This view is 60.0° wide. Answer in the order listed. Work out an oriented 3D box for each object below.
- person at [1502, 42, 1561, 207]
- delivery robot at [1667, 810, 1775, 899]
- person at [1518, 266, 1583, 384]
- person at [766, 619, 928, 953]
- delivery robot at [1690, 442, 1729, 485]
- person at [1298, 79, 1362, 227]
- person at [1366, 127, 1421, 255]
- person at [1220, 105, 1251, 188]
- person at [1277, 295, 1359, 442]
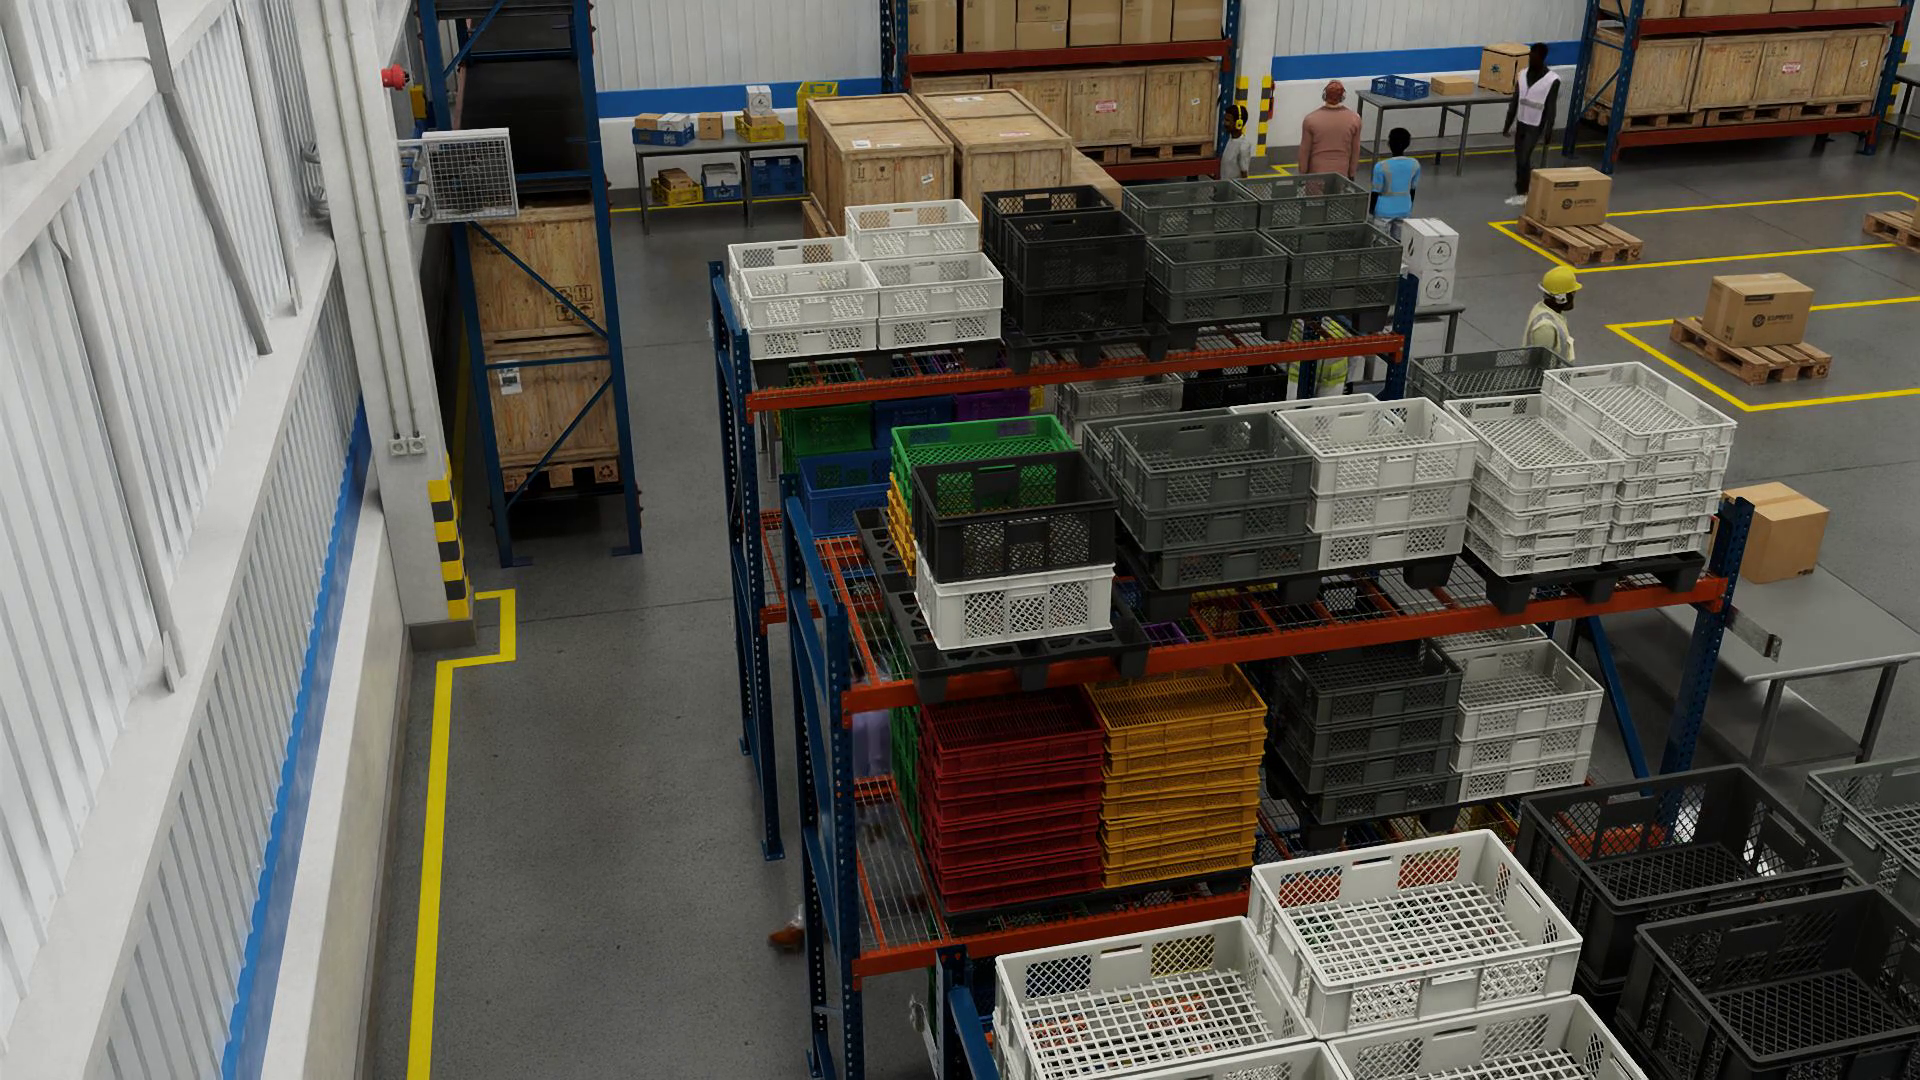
[{"bbox_3d":[6.630,-4.852,19.485,0.540,1.901,0.608,-15,31,-26],"label":"person"},{"bbox_3d":[3.887,1.662,8.464,0.477,0.478,0.707,-4,28,-7],"label":"delivery robot"},{"bbox_3d":[4.422,-1.190,12.607,0.404,1.833,0.600,8,29,16],"label":"person"},{"bbox_3d":[-0.447,1.157,8.114,1.053,1.882,0.647,-16,32,-28],"label":"person"},{"bbox_3d":[5.535,-0.566,12.691,0.707,0.478,0.477,-20,34,-33],"label":"delivery robot"},{"bbox_3d":[3.913,-3.936,17.741,0.637,1.911,0.403,1,28,2],"label":"person"},{"bbox_3d":[4.350,-3.303,16.771,0.530,1.691,0.319,-9,29,-17],"label":"person"},{"bbox_3d":[2.751,-3.496,16.946,0.328,1.872,0.513,-5,28,-9],"label":"person"},{"bbox_3d":[2.727,-1.255,12.726,0.626,1.844,0.429,1,28,2],"label":"person"}]
